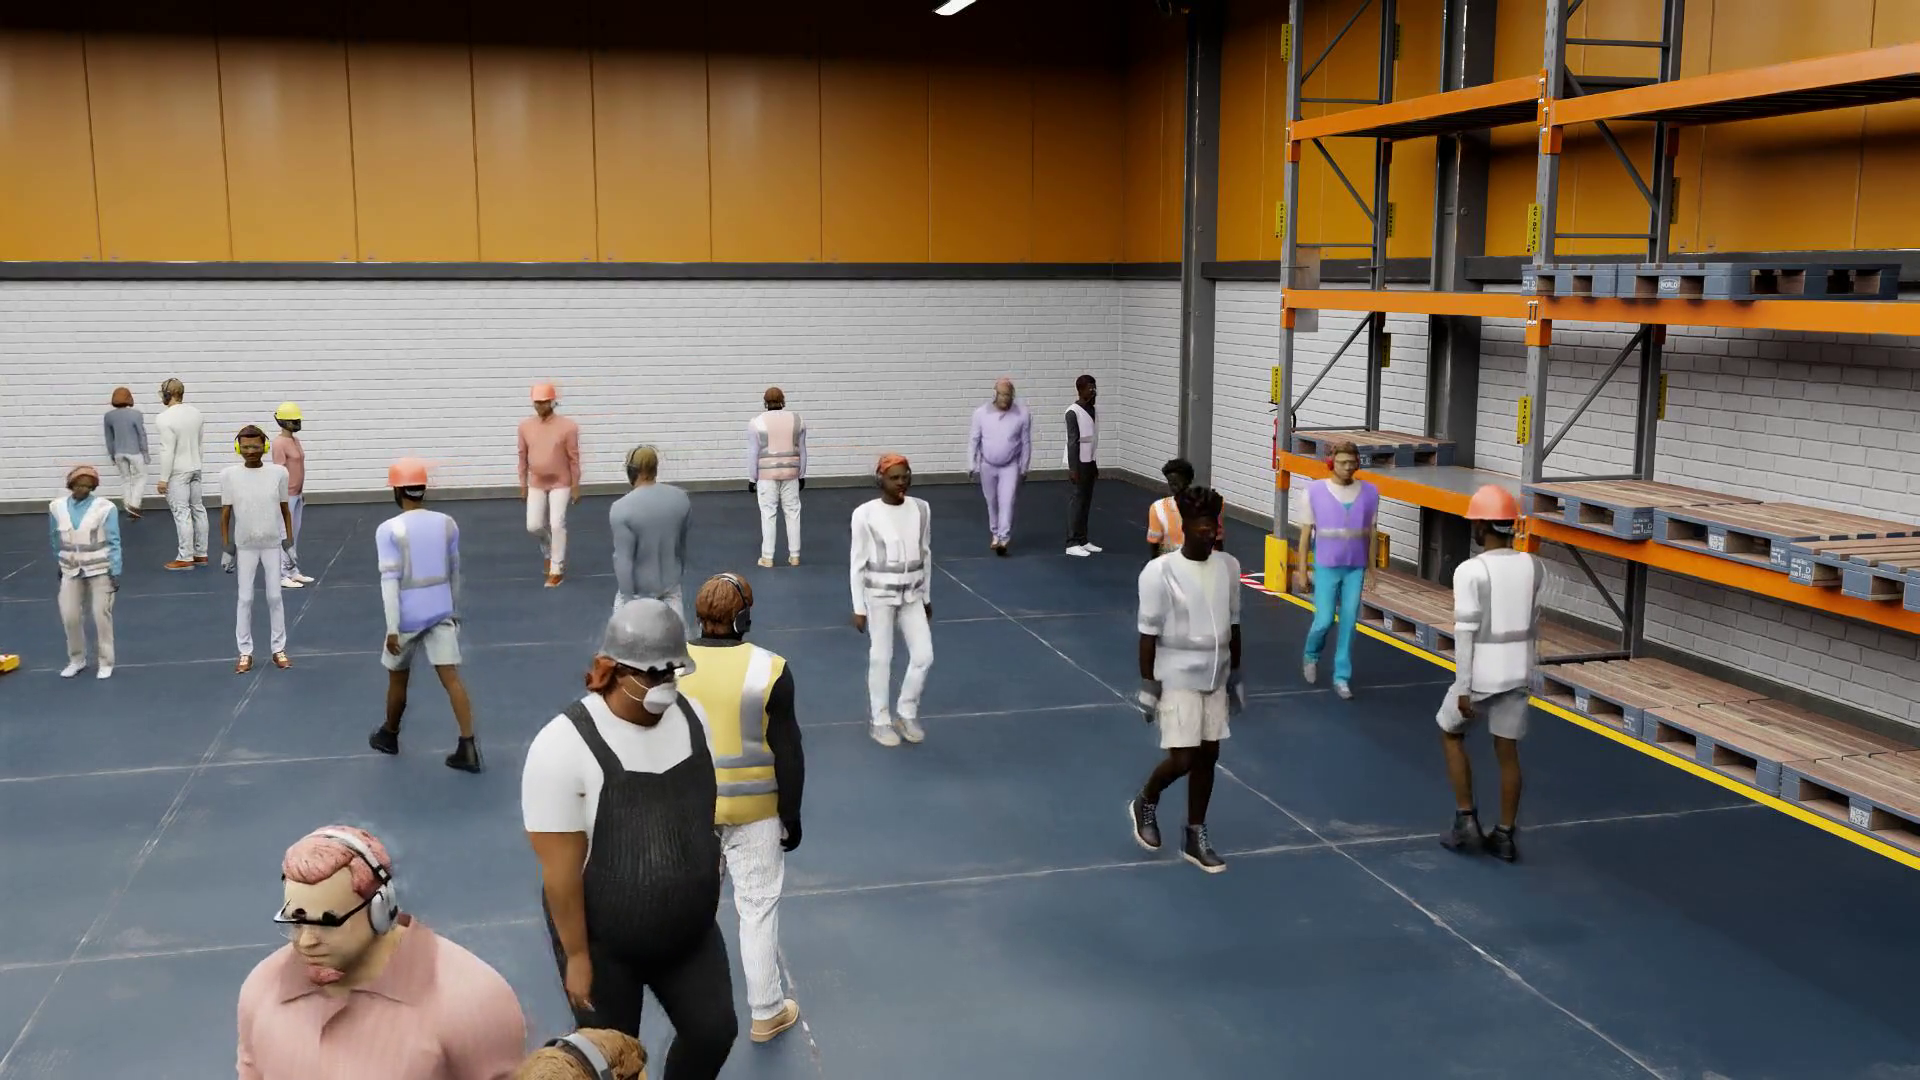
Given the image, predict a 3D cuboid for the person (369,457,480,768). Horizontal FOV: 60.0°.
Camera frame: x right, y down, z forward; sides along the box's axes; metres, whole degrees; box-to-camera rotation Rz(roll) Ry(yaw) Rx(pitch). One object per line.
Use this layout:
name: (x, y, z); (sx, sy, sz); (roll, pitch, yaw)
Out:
person: (-3.270, 0.437, 10.098); (1.019, 1.883, 0.572); (8, 12, 40)

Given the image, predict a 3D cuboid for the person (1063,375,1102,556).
person: (1.299, -0.798, 17.687); (0.377, 1.915, 0.599); (5, 10, 28)

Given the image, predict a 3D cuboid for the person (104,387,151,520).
person: (-10.032, -1.040, 20.085); (0.548, 1.623, 0.398); (1, 9, 7)

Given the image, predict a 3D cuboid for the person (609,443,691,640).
person: (-1.974, 0.314, 10.822); (0.632, 1.901, 0.983); (-9, 13, -43)

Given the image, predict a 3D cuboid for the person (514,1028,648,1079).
person: (-0.569, 1.652, 2.615); (0.504, 1.847, 0.344); (6, 11, 31)

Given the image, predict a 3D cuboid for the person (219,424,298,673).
person: (-5.264, 0.061, 12.491); (0.533, 1.864, 0.309); (-5, 10, -28)

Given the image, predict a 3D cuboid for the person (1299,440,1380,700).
person: (2.674, 0.199, 11.754); (0.562, 1.828, 0.446); (-1, 9, -8)

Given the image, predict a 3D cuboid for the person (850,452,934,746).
person: (-0.408, 0.385, 10.444); (0.603, 1.865, 0.519); (-6, 11, -31)

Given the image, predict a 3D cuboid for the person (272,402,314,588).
person: (-6.372, -0.433, 15.880); (0.328, 1.767, 0.530); (0, 9, -3)

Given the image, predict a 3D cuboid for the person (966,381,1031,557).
person: (0.414, -0.763, 17.685); (0.647, 1.842, 1.042); (2, 9, 9)

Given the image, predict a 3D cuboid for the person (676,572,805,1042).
person: (-0.897, 1.037, 6.471); (0.631, 1.843, 0.429); (2, 9, 12)

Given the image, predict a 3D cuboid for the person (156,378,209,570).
person: (-7.856, -0.662, 16.770); (0.371, 1.940, 0.627); (2, 9, 11)

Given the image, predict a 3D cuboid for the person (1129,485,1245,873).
person: (1.150, 0.683, 8.348); (0.606, 1.951, 0.467); (-6, 11, -32)

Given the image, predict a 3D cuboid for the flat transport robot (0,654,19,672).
flat transport robot: (-7.390, 0.965, 11.806); (0.652, 0.197, 1.431); (0, 9, -2)

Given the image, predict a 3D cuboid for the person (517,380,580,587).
person: (-3.927, -0.550, 15.959); (0.617, 1.979, 0.542); (1, 9, 4)

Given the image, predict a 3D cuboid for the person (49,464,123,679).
person: (-6.361, 0.238, 12.162); (0.535, 1.606, 0.436); (0, 9, -3)

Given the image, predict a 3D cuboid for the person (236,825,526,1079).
person: (-1.242, 1.509, 3.404); (0.679, 1.873, 0.822); (3, 10, 19)

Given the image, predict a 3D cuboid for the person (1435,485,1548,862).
person: (2.707, 0.678, 8.489); (0.551, 1.916, 0.515); (-3, 9, -16)

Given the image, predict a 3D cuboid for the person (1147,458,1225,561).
person: (1.639, 0.224, 12.088); (0.558, 1.669, 0.486); (2, 9, 15)

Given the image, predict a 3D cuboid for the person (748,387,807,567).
person: (-1.867, -0.640, 16.962); (0.619, 1.837, 0.430); (-4, 10, -21)
